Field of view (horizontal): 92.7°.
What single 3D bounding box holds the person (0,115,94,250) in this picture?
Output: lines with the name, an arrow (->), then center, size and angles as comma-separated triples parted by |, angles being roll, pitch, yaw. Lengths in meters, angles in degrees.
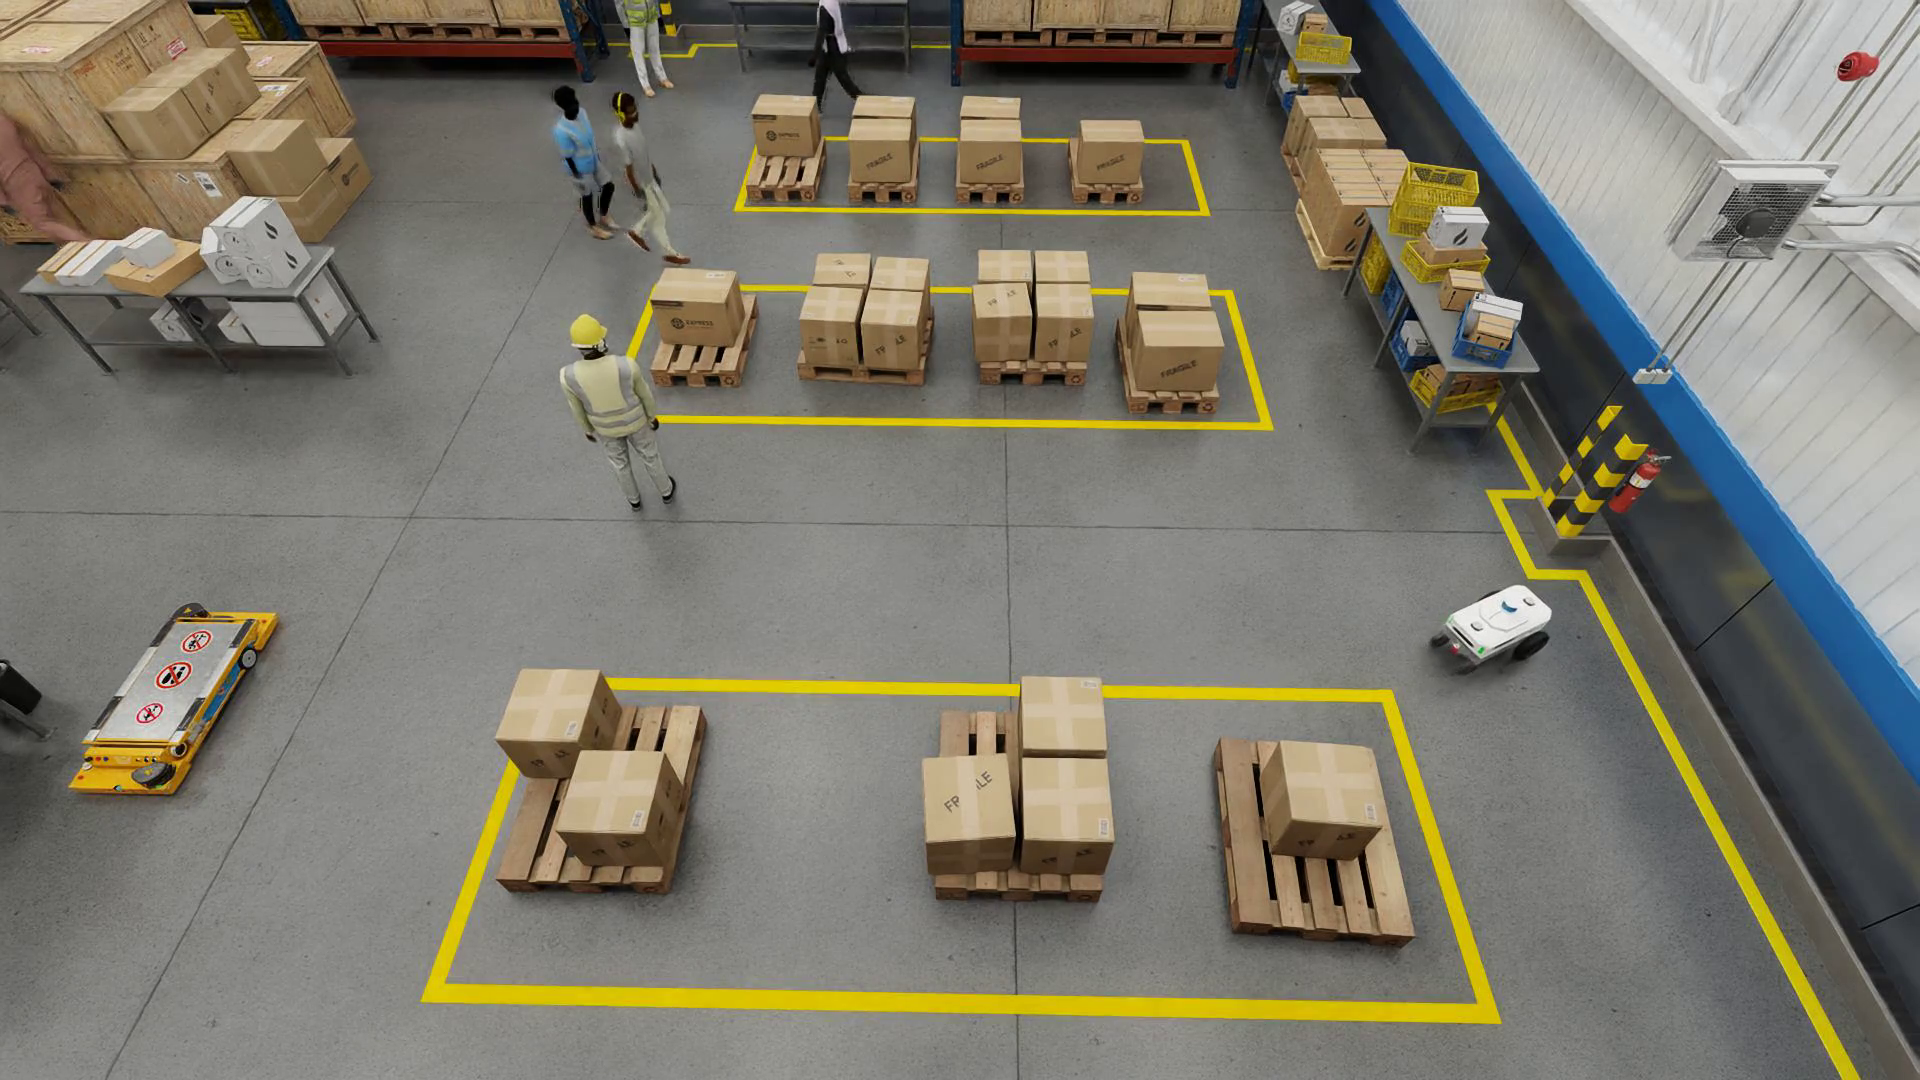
person -> -9.566, -3.644, 9.392 | 0.756, 1.870, 0.649 | 0, 50, 0

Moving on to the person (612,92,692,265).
person -> -3.277, -3.697, 9.452 | 0.598, 1.847, 0.546 | 2, 50, 2

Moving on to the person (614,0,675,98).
person -> -4.228, -6.916, 12.179 | 0.430, 1.845, 0.619 | 34, 58, 26

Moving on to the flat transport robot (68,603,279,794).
flat transport robot -> -5.504, 1.072, 6.442 | 0.652, 0.197, 1.431 | 1, 50, 1

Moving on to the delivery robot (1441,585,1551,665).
delivery robot -> 3.863, 0.593, 6.597 | 0.707, 0.478, 0.477 | -20, 53, -17

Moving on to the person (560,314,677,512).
person -> -2.653, -0.946, 7.138 | 0.589, 1.827, 0.404 | -11, 51, -9

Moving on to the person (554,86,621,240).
person -> -4.011, -4.007, 9.812 | 0.418, 1.683, 0.574 | 12, 51, 10

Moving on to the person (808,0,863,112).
person -> -1.619, -6.211, 11.578 | 1.025, 1.867, 0.589 | -6, 50, -5
